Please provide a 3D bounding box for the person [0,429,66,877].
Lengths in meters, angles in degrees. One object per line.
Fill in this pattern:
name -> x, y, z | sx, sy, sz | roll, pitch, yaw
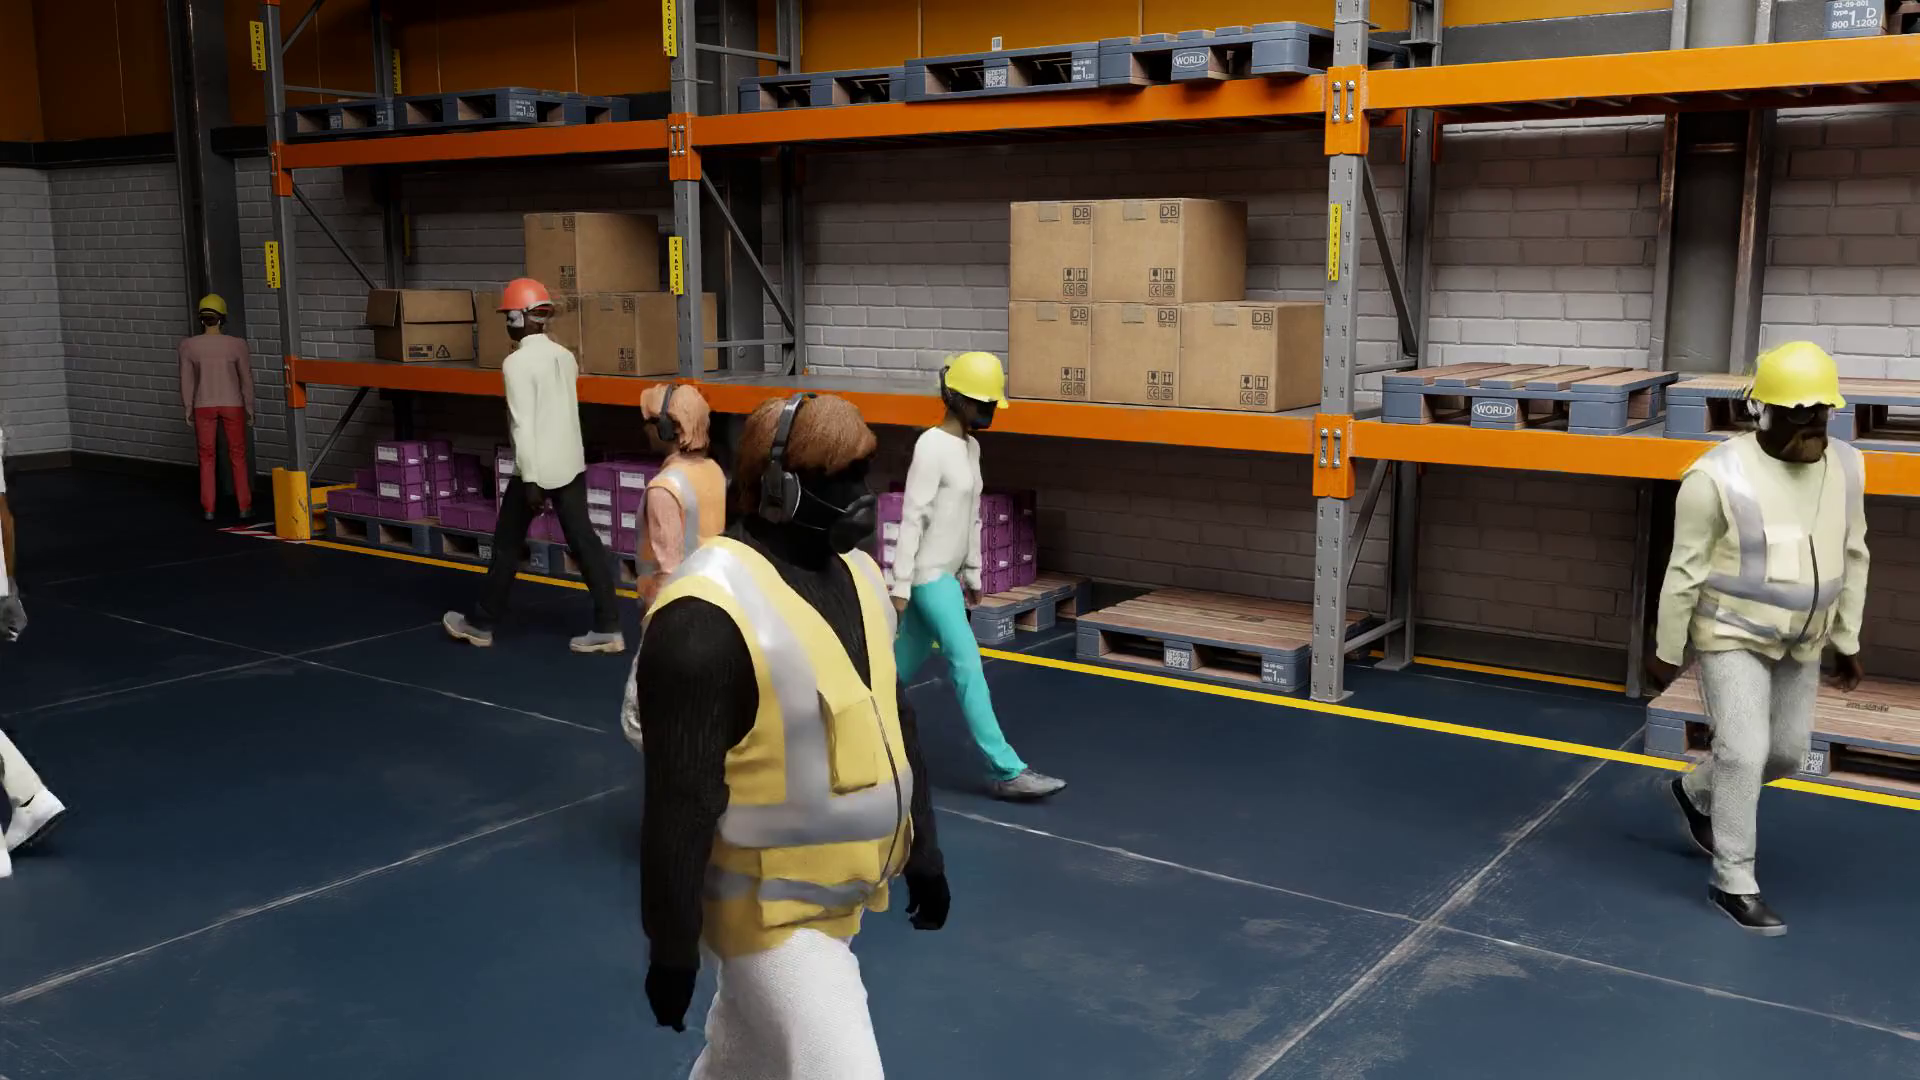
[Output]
person -> -3.298, 0.207, 5.385 | 0.391, 1.856, 0.526 | 0, 10, -2

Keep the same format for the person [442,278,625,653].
person -> -2.195, -0.377, 8.604 | 1.048, 1.927, 0.609 | 4, 10, 22

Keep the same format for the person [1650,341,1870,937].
person -> 2.419, 0.274, 5.146 | 0.601, 1.798, 0.714 | -2, 10, -14

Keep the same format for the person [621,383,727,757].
person -> -0.922, 0.290, 5.547 | 0.383, 1.628, 0.519 | 3, 10, 17

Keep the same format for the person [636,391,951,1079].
person -> -0.213, 0.636, 2.980 | 0.962, 1.788, 0.658 | 4, 10, 21

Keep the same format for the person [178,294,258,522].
person -> -5.762, -1.021, 12.935 | 0.533, 1.767, 0.312 | -3, 10, -17

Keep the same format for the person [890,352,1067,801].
person -> -0.075, 0.141, 6.250 | 0.949, 1.688, 0.587 | 3, 10, 16
